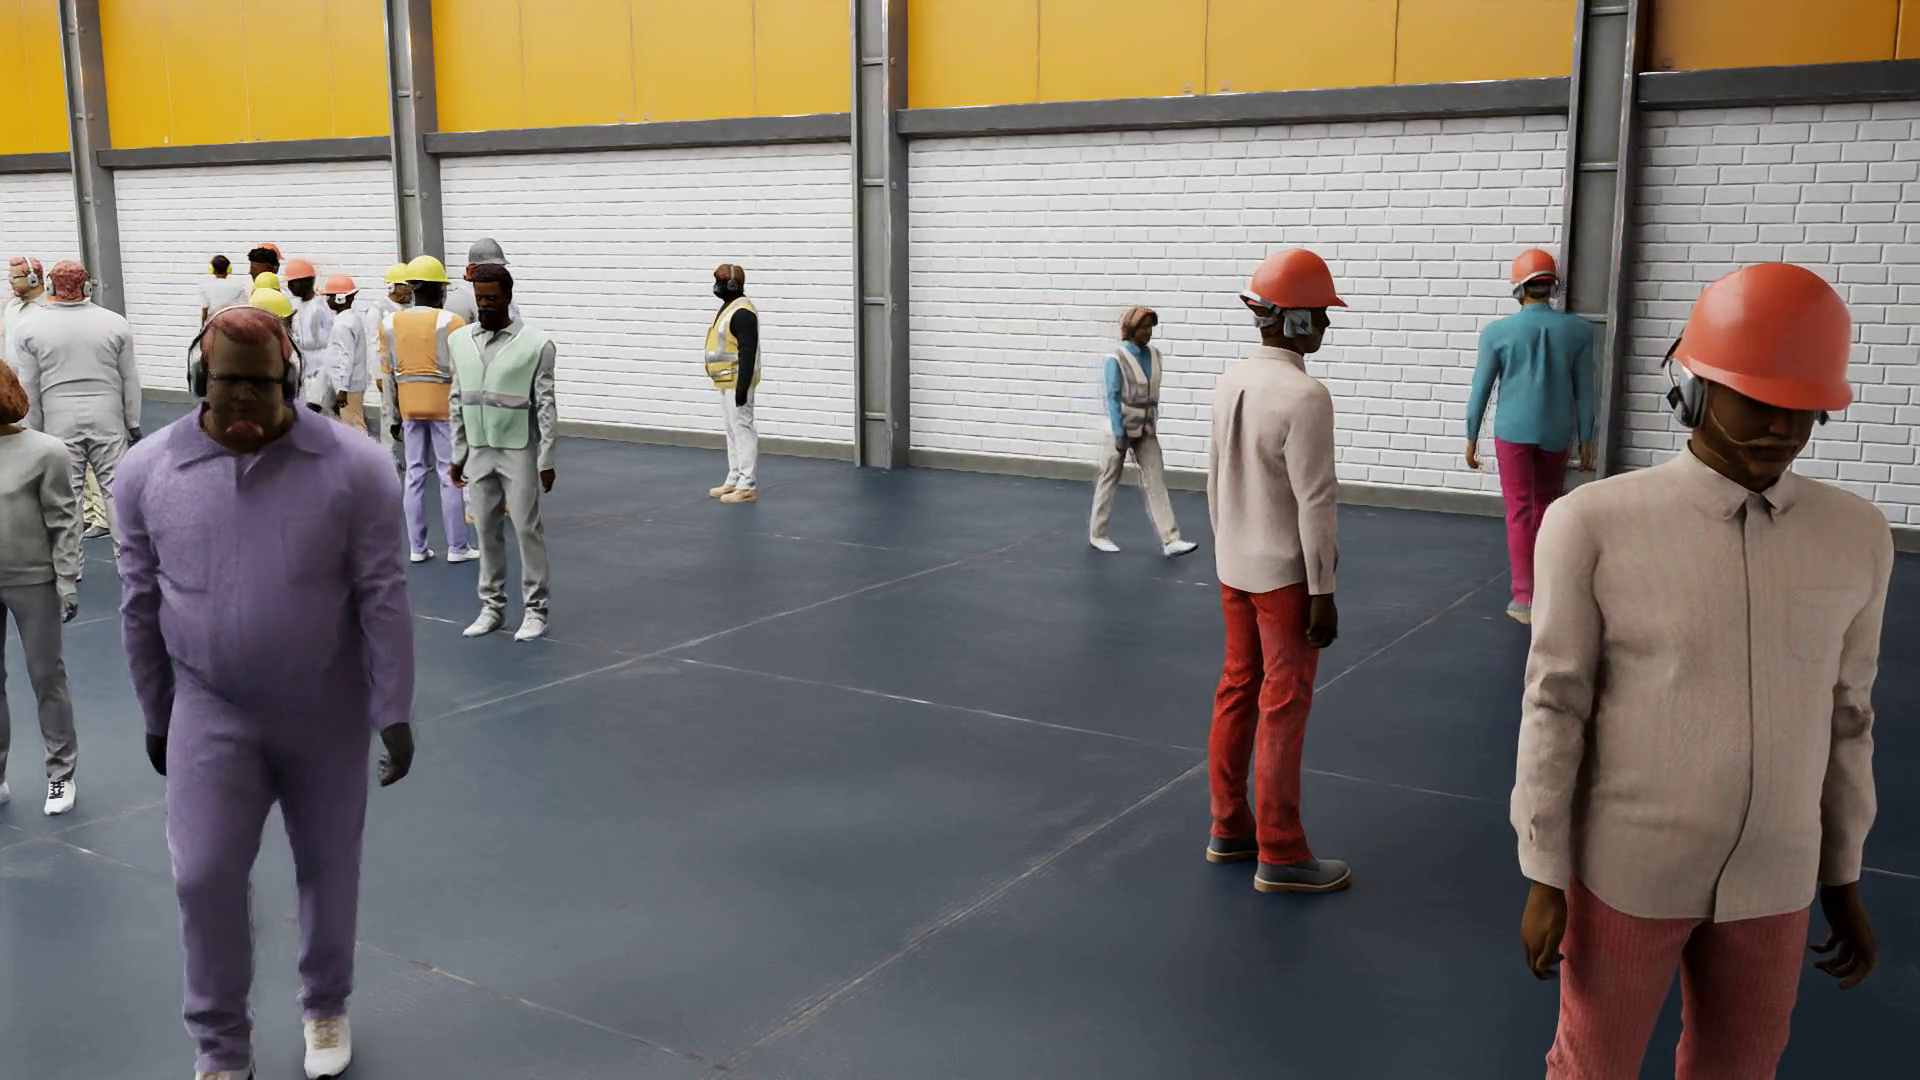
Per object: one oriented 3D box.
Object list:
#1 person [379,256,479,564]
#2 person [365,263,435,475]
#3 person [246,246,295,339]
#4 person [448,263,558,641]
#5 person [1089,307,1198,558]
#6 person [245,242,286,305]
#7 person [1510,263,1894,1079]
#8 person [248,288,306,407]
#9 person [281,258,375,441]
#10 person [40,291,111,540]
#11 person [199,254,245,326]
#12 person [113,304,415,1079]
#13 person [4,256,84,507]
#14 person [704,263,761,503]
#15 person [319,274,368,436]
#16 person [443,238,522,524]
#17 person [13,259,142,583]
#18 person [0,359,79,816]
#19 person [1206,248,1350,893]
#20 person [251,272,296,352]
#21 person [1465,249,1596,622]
[{"bbox_3d":[-3.305,-0.802,10.396,0.586,1.924,0.368,1,10,8],"label":"person"},{"bbox_3d":[-4.838,-1.475,14.406,0.403,1.824,0.593,5,12,27],"label":"person"},{"bbox_3d":[-6.218,-1.666,15.068,0.361,1.963,0.612,-8,13,-38],"label":"person"},{"bbox_3d":[-2.312,-0.443,8.465,0.591,1.910,0.388,3,11,16],"label":"person"},{"bbox_3d":[1.130,-0.672,10.571,0.538,1.589,0.853,-8,13,-38],"label":"person"},{"bbox_3d":[-7.065,-2.045,17.088,0.615,1.994,0.381,7,12,32],"label":"person"},{"bbox_3d":[1.217,0.549,2.740,0.611,1.986,0.393,-1,10,-4],"label":"person"},{"bbox_3d":[-3.631,-0.453,8.900,0.315,1.770,0.523,-7,12,-35],"label":"person"},{"bbox_3d":[-5.445,-1.488,14.374,0.576,1.878,1.023,10,14,43],"label":"person"},{"bbox_3d":[-5.999,-0.881,11.307,0.335,1.749,0.576,-9,13,-40],"label":"person"},{"bbox_3d":[-8.420,-2.334,19.086,0.554,1.864,0.493,-4,11,-19],"label":"person"},{"bbox_3d":[-1.582,0.410,3.826,0.645,1.873,0.702,-3,11,-17],"label":"person"},{"bbox_3d":[-6.787,-1.127,12.266,0.643,1.903,0.399,4,11,21],"label":"person"},{"bbox_3d":[-1.760,-1.213,12.901,0.430,1.845,0.619,-4,11,-19],"label":"person"},{"bbox_3d":[-4.952,-1.262,13.419,0.329,1.752,0.563,-2,11,-13],"label":"person"},{"bbox_3d":[-3.340,-1.140,11.948,0.536,2.000,0.673,4,11,22],"label":"person"},{"bbox_3d":[-5.207,-0.699,9.876,0.643,1.909,0.410,-6,12,-30],"label":"person"},{"bbox_3d":[-3.348,0.167,5.833,0.498,1.634,0.280,-1,10,-7],"label":"person"},{"bbox_3d":[0.996,0.100,5.206,0.381,1.994,0.620,-4,11,-21],"label":"person"},{"bbox_3d":[-6.062,-1.485,14.679,0.483,1.745,0.306,2,10,10],"label":"person"},{"bbox_3d":[3.065,-0.582,9.050,0.641,1.959,0.904,1,10,3],"label":"person"}]
